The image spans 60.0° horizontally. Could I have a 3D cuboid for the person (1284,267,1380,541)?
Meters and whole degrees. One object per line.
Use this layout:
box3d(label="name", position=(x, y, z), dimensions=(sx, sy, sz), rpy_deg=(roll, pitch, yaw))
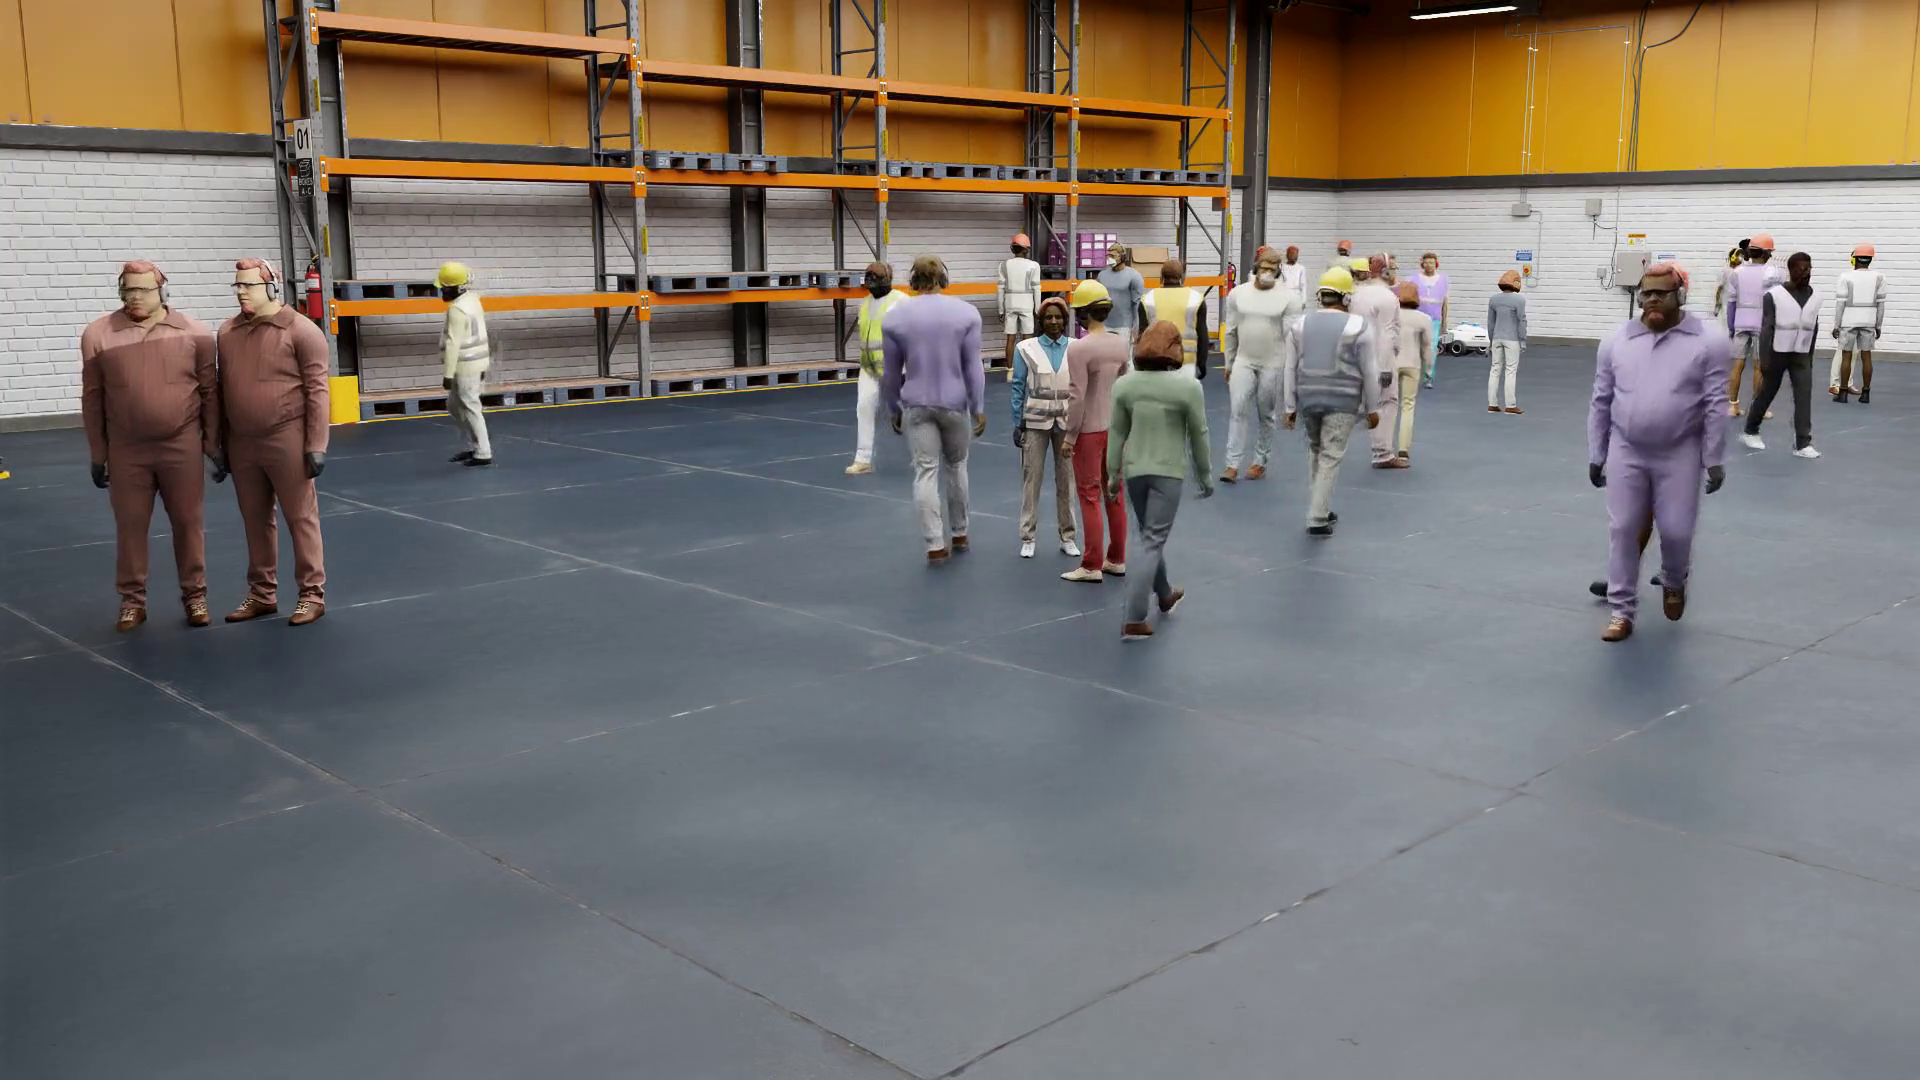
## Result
box3d(label="person", position=(2.544, -0.922, 11.215), dimensions=(0.590, 1.799, 0.807), rpy_deg=(9, 13, 39))

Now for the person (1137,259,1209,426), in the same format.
box3d(label="person", position=(1.897, -1.595, 14.902), dimensions=(0.637, 1.822, 0.843), rpy_deg=(2, 11, 13))

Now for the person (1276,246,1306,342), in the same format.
box3d(label="person", position=(5.652, -4.151, 28.707), dimensions=(0.583, 1.852, 0.884), rpy_deg=(-3, 11, -16))

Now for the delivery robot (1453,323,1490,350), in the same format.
box3d(label="delivery robot", position=(8.615, -3.381, 27.777), dimensions=(0.707, 0.478, 0.477), rpy_deg=(7, 12, 32))

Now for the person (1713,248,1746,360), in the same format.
box3d(label="person", position=(12.545, -3.865, 27.219), dimensions=(0.502, 1.835, 0.867), rpy_deg=(-6, 12, -30))

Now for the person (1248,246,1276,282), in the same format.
box3d(label="person", position=(4.003, -2.932, 21.956), dimensions=(0.345, 1.883, 0.584), rpy_deg=(-4, 11, -22))

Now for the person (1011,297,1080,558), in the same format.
box3d(label="person", position=(0.575, -0.705, 10.481), dimensions=(0.521, 1.640, 0.307), rpy_deg=(-1, 10, -8))

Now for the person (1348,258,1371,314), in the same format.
box3d(label="person", position=(4.890, -2.639, 20.740), dimensions=(0.692, 1.742, 0.542), rpy_deg=(4, 11, 20))

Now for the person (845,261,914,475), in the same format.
box3d(label="person", position=(-0.598, -1.481, 14.253), dimensions=(0.619, 1.813, 0.884), rpy_deg=(8, 13, 38))

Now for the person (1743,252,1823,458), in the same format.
box3d(label="person", position=(7.686, -1.736, 15.477), dimensions=(0.599, 1.880, 1.001), rpy_deg=(-1, 10, -7))

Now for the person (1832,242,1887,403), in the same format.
box3d(label="person", position=(10.866, -2.625, 20.139), dimensions=(0.552, 1.935, 0.374), rpy_deg=(2, 11, 12))

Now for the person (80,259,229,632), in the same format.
box3d(label="person", position=(-4.122, -0.475, 8.549), dimensions=(0.678, 1.906, 0.416), rpy_deg=(-4, 11, -23))

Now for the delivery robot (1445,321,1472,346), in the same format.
box3d(label="delivery robot", position=(8.598, -3.491, 28.381), dimensions=(0.707, 0.478, 0.477), rpy_deg=(-2, 11, -11))

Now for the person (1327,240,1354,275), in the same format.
box3d(label="person", position=(6.852, -4.435, 30.014), dimensions=(0.591, 1.948, 1.032), rpy_deg=(10, 14, 42))

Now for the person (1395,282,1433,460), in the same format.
box3d(label="person", position=(4.050, -1.555, 15.226), dimensions=(0.532, 1.593, 0.827), rpy_deg=(3, 11, 14))

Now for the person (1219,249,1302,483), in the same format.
box3d(label="person", position=(2.414, -1.389, 13.505), dimensions=(0.650, 1.896, 0.936), rpy_deg=(4, 11, 23))

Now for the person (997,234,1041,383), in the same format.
box3d(label="person", position=(0.825, -3.190, 22.940), dimensions=(0.611, 2.040, 0.392), rpy_deg=(3, 11, 17))

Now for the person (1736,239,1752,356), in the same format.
box3d(label="person", position=(13.036, -4.031, 27.725), dimensions=(0.368, 1.966, 0.603), rpy_deg=(9, 14, 42))

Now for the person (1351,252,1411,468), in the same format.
box3d(label="person", position=(3.537, -1.544, 14.416), dimensions=(0.717, 1.888, 0.650), rpy_deg=(-2, 11, -10))

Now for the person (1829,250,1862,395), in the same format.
box3d(label="person", position=(11.319, -2.761, 21.072), dimensions=(0.532, 1.868, 0.310), rpy_deg=(-4, 11, -19))

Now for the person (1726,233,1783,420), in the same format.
box3d(label="person", position=(8.748, -2.344, 18.317), dimensions=(0.371, 2.044, 0.608), rpy_deg=(-9, 13, -39))

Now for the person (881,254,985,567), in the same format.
box3d(label="person", position=(-0.155, -0.823, 10.419), dimensions=(0.641, 1.896, 0.932), rpy_deg=(1, 10, 3))

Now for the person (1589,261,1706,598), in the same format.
box3d(label="person", position=(3.920, -0.621, 9.384), dimensions=(1.014, 1.889, 0.550), rpy_deg=(-6, 12, -30))

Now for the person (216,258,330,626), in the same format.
box3d(label="person", position=(-3.604, -0.505, 8.666), dimensions=(0.651, 1.907, 0.409), rpy_deg=(3, 11, 14))

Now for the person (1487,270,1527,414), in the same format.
box3d(label="person", position=(6.220, -2.248, 18.913), dimensions=(0.284, 1.633, 0.499), rpy_deg=(-7, 13, -35))

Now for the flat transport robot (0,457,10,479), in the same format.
box3d(label="flat transport robot", position=(-8.518, -0.544, 13.340), dimensions=(1.431, 0.197, 0.652), rpy_deg=(1, 10, 3))

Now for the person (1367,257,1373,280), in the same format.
box3d(label="person", position=(7.376, -4.215, 29.592), dimensions=(0.904, 1.647, 0.543), rpy_deg=(-5, 11, -23))

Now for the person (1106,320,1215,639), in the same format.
box3d(label="person", position=(1.039, -0.322, 8.513), dimensions=(0.500, 1.589, 0.852), rpy_deg=(7, 13, 35))

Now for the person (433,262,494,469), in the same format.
box3d(label="person", position=(-4.320, -1.485, 14.306), dimensions=(0.579, 1.794, 0.622), rpy_deg=(-1, 10, -3))

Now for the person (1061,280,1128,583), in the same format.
box3d(label="person", position=(0.776, -0.633, 9.749), dimensions=(0.328, 1.765, 0.532), rpy_deg=(9, 14, 41))

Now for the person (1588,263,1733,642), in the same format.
box3d(label="person", position=(3.491, -0.440, 8.353), dimensions=(0.670, 1.889, 0.569), rpy_deg=(6, 12, 31))

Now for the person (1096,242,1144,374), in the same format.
box3d(label="person", position=(1.795, -2.415, 18.989), dimensions=(0.636, 1.938, 0.355), rpy_deg=(9, 13, 39))

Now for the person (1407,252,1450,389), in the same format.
box3d(label="person", position=(6.235, -2.953, 22.292), dimensions=(0.579, 1.814, 0.868), rpy_deg=(2, 11, 10))
